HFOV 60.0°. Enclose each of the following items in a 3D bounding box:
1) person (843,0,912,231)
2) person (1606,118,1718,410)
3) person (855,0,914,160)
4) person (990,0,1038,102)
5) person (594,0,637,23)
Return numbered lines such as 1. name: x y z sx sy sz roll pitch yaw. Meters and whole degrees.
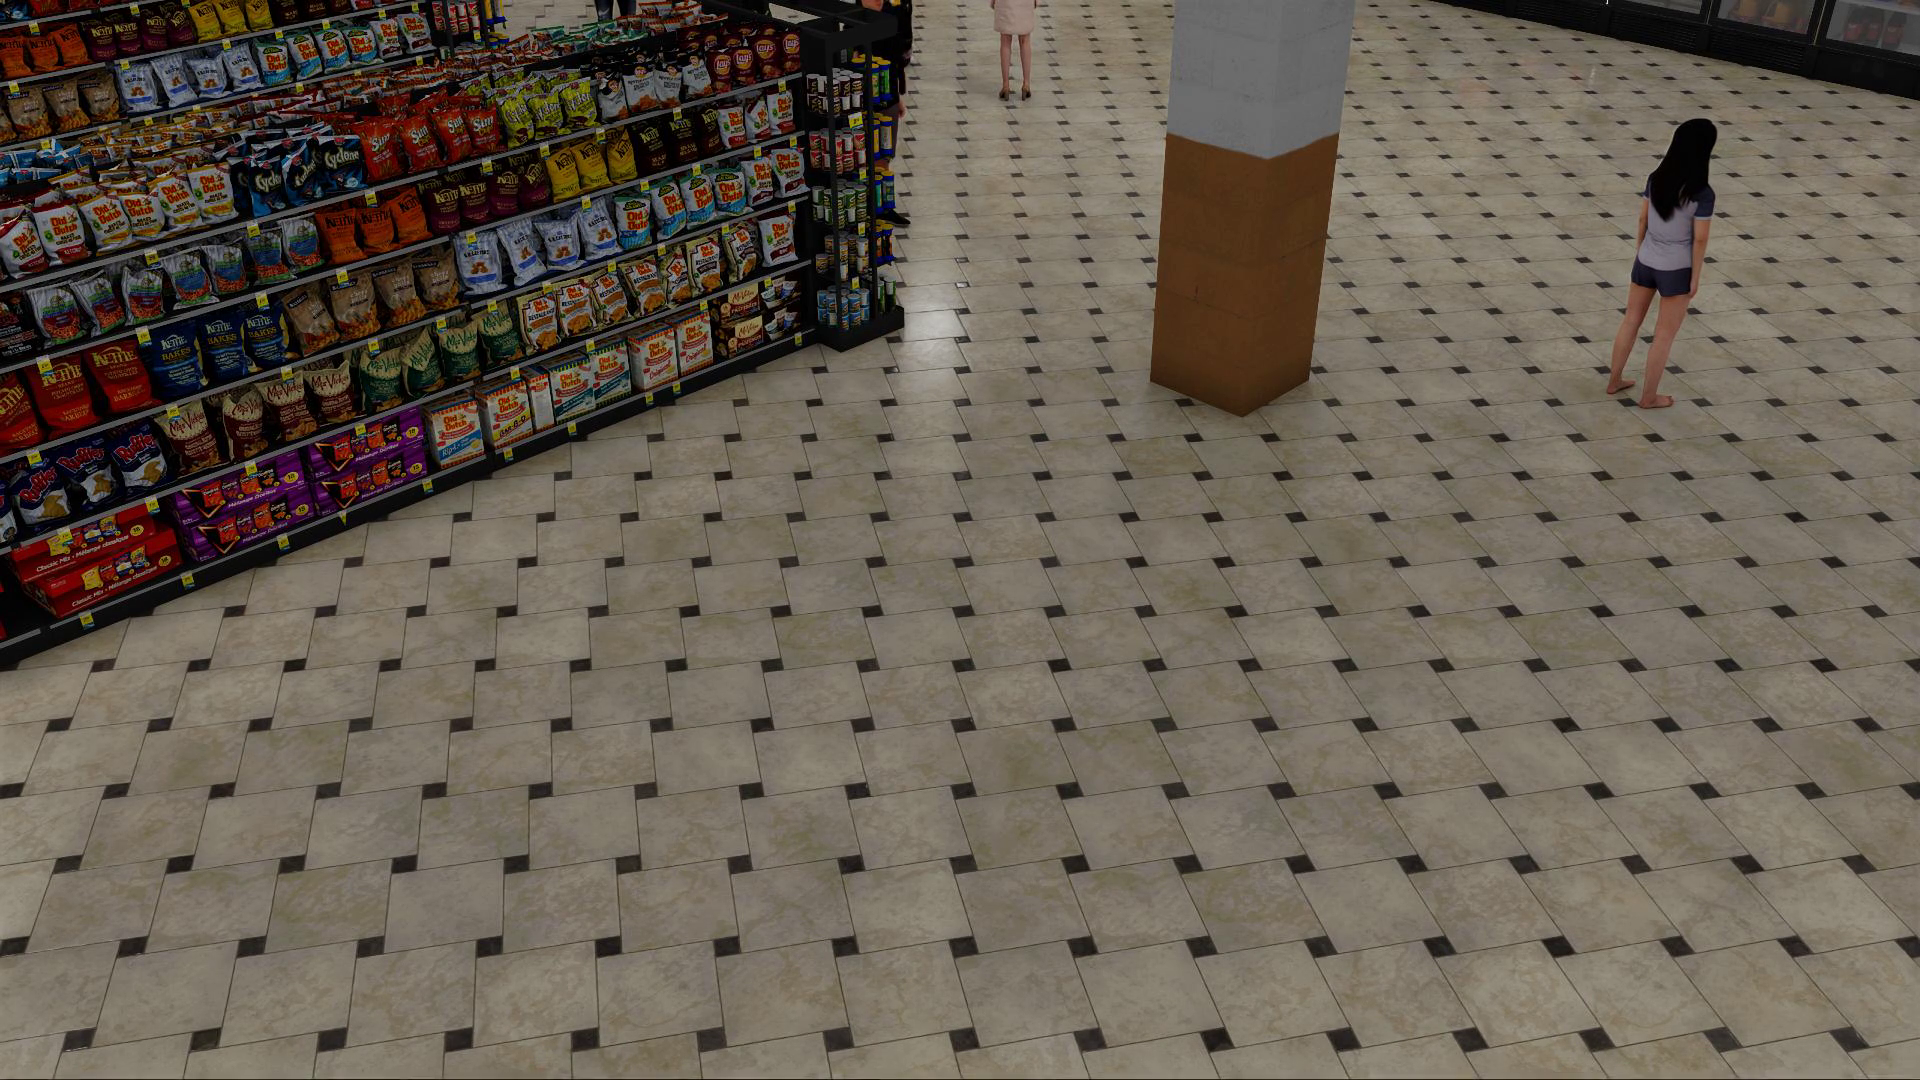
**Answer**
1. person: -0.621 -3.128 11.885 0.725 1.861 0.512 27 41 36
2. person: 4.052 -1.590 9.560 0.598 1.706 0.643 -18 36 -26
3. person: -0.650 -3.887 13.310 0.768 1.646 0.802 -25 40 -34
4. person: 0.483 -4.751 14.613 0.691 1.735 0.749 0 32 0
5. person: -3.128 -5.073 14.970 0.662 1.905 0.830 -13 34 -20
